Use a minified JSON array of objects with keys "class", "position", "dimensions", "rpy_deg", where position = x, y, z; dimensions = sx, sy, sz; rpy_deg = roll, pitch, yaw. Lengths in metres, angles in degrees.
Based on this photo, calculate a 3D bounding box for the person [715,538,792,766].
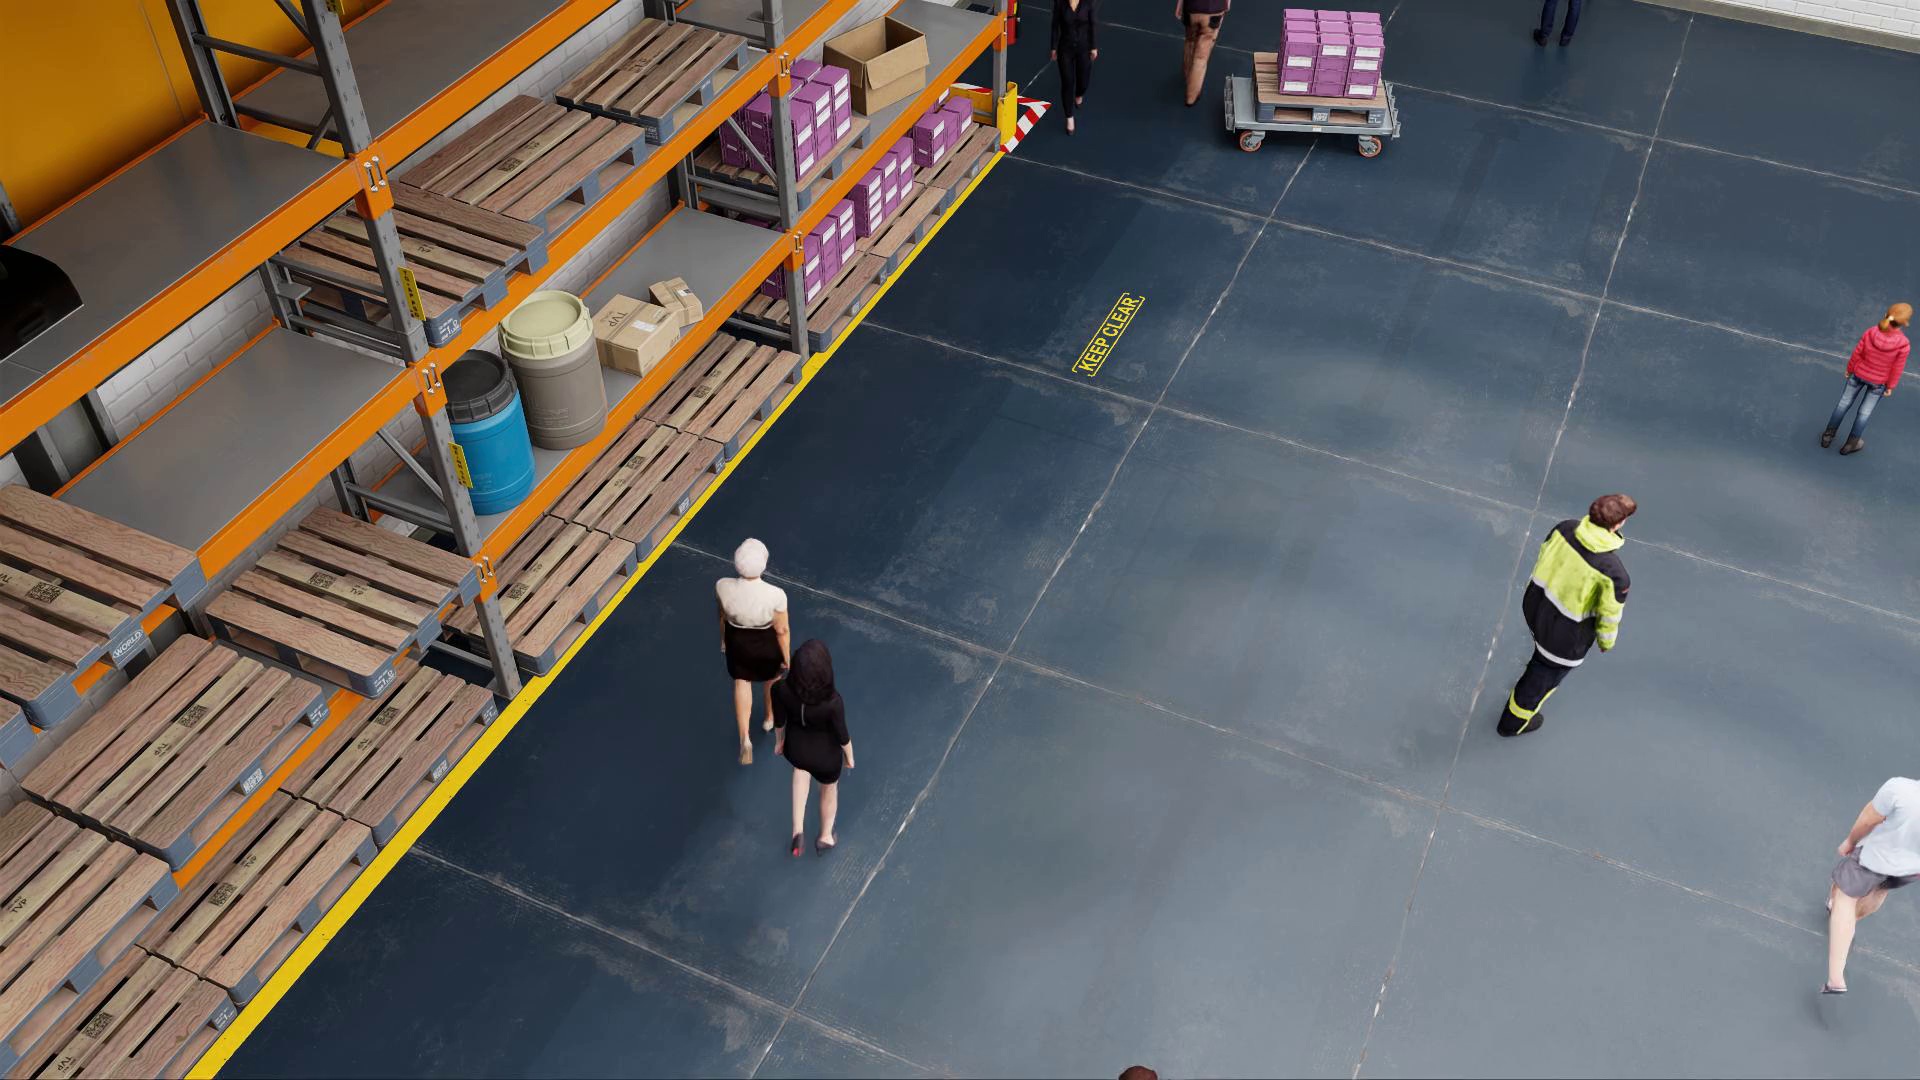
[{"class":"person","position":[-1.276,0.725,10.189],"dimensions":[0.792,1.732,0.970],"rpy_deg":[5,44,5]}]

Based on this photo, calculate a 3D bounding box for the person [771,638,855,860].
[{"class":"person","position":[-0.880,1.300,9.543],"dimensions":[0.662,1.791,0.706],"rpy_deg":[12,45,12]}]

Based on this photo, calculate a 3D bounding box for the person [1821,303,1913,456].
[{"class":"person","position":[6.852,-1.220,12.533],"dimensions":[0.577,1.316,0.576],"rpy_deg":[33,53,30]}]

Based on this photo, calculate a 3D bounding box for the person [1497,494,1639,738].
[{"class":"person","position":[3.651,0.495,10.264],"dimensions":[1.048,1.962,0.993],"rpy_deg":[-18,46,-18]}]

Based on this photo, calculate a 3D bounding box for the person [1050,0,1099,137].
[{"class":"person","position":[1.097,-4.710,15.921],"dimensions":[0.723,1.696,0.810],"rpy_deg":[4,44,4]}]

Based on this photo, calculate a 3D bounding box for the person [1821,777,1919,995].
[{"class":"person","position":[5.046,1.787,9.018],"dimensions":[0.759,1.810,1.115],"rpy_deg":[11,45,12]}]

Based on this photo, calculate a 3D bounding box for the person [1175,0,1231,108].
[{"class":"person","position":[2.348,-5.124,16.272],"dimensions":[0.672,1.810,0.956],"rpy_deg":[17,46,17]}]

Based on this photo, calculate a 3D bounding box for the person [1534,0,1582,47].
[{"class":"person","position":[6.335,-6.017,17.153],"dimensions":[0.716,1.888,0.677],"rpy_deg":[5,44,5]}]
